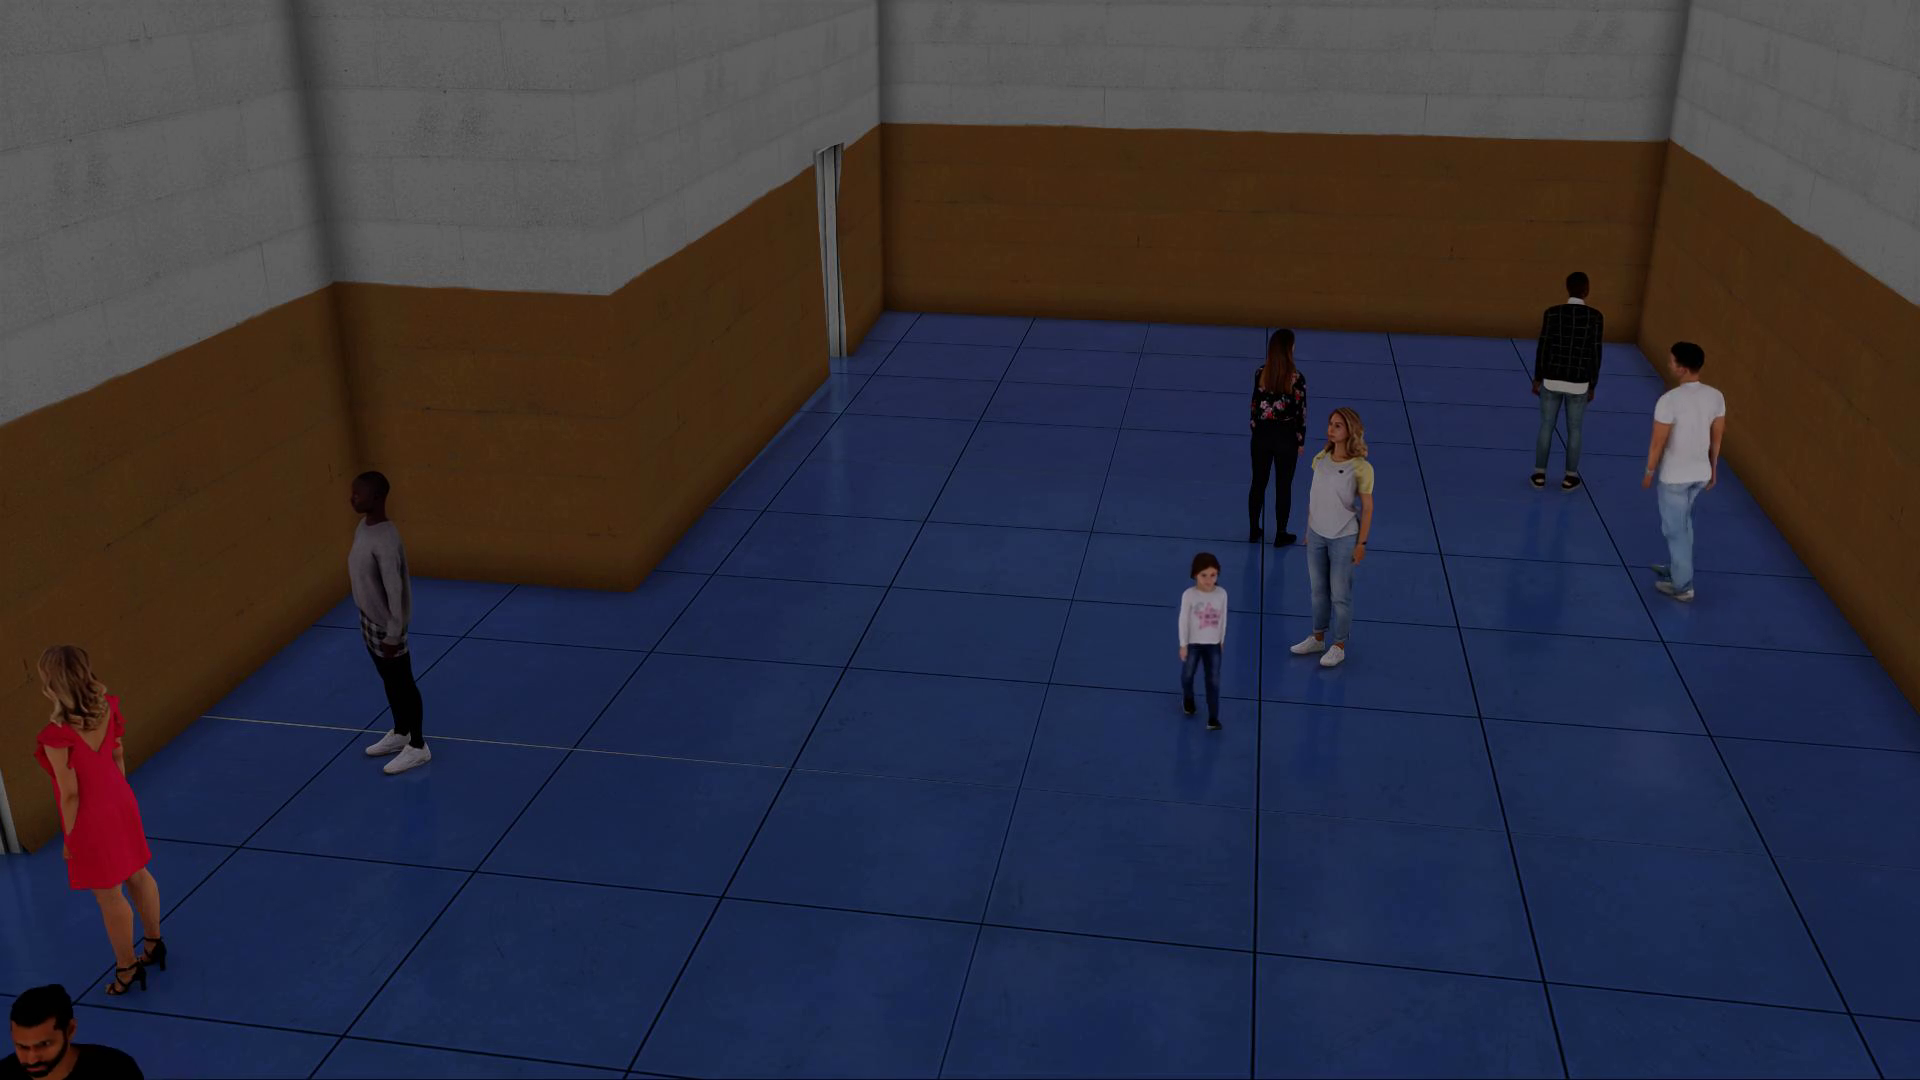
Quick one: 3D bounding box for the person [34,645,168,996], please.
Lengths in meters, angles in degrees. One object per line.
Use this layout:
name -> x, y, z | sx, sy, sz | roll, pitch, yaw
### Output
person -> -3.857, 1.248, 7.480 | 0.543, 1.729, 0.573 | 5, 22, 12

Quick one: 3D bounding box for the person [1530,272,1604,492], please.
person -> 4.992, -1.306, 13.716 | 0.572, 1.819, 0.764 | 9, 23, 21

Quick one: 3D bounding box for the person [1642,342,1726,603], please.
person -> 5.091, -0.457, 11.584 | 0.858, 1.832, 0.929 | -4, 22, -9

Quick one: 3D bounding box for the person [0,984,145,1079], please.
person -> -2.764, 2.104, 5.342 | 0.894, 1.735, 0.830 | 0, 22, -1

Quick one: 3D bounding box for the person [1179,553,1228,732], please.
person -> 1.441, 0.574, 10.021 | 0.733, 1.085, 0.614 | -1, 22, -3

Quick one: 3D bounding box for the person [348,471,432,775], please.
person -> -3.237, 0.448, 9.412 | 0.754, 1.772, 0.683 | -16, 27, -35

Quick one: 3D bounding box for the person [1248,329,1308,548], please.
person -> 2.385, -0.776, 12.580 | 0.570, 1.683, 0.706 | 14, 26, 30

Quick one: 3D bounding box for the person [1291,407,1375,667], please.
person -> 2.401, -0.023, 10.632 | 0.768, 1.722, 0.691 | -17, 27, -36
